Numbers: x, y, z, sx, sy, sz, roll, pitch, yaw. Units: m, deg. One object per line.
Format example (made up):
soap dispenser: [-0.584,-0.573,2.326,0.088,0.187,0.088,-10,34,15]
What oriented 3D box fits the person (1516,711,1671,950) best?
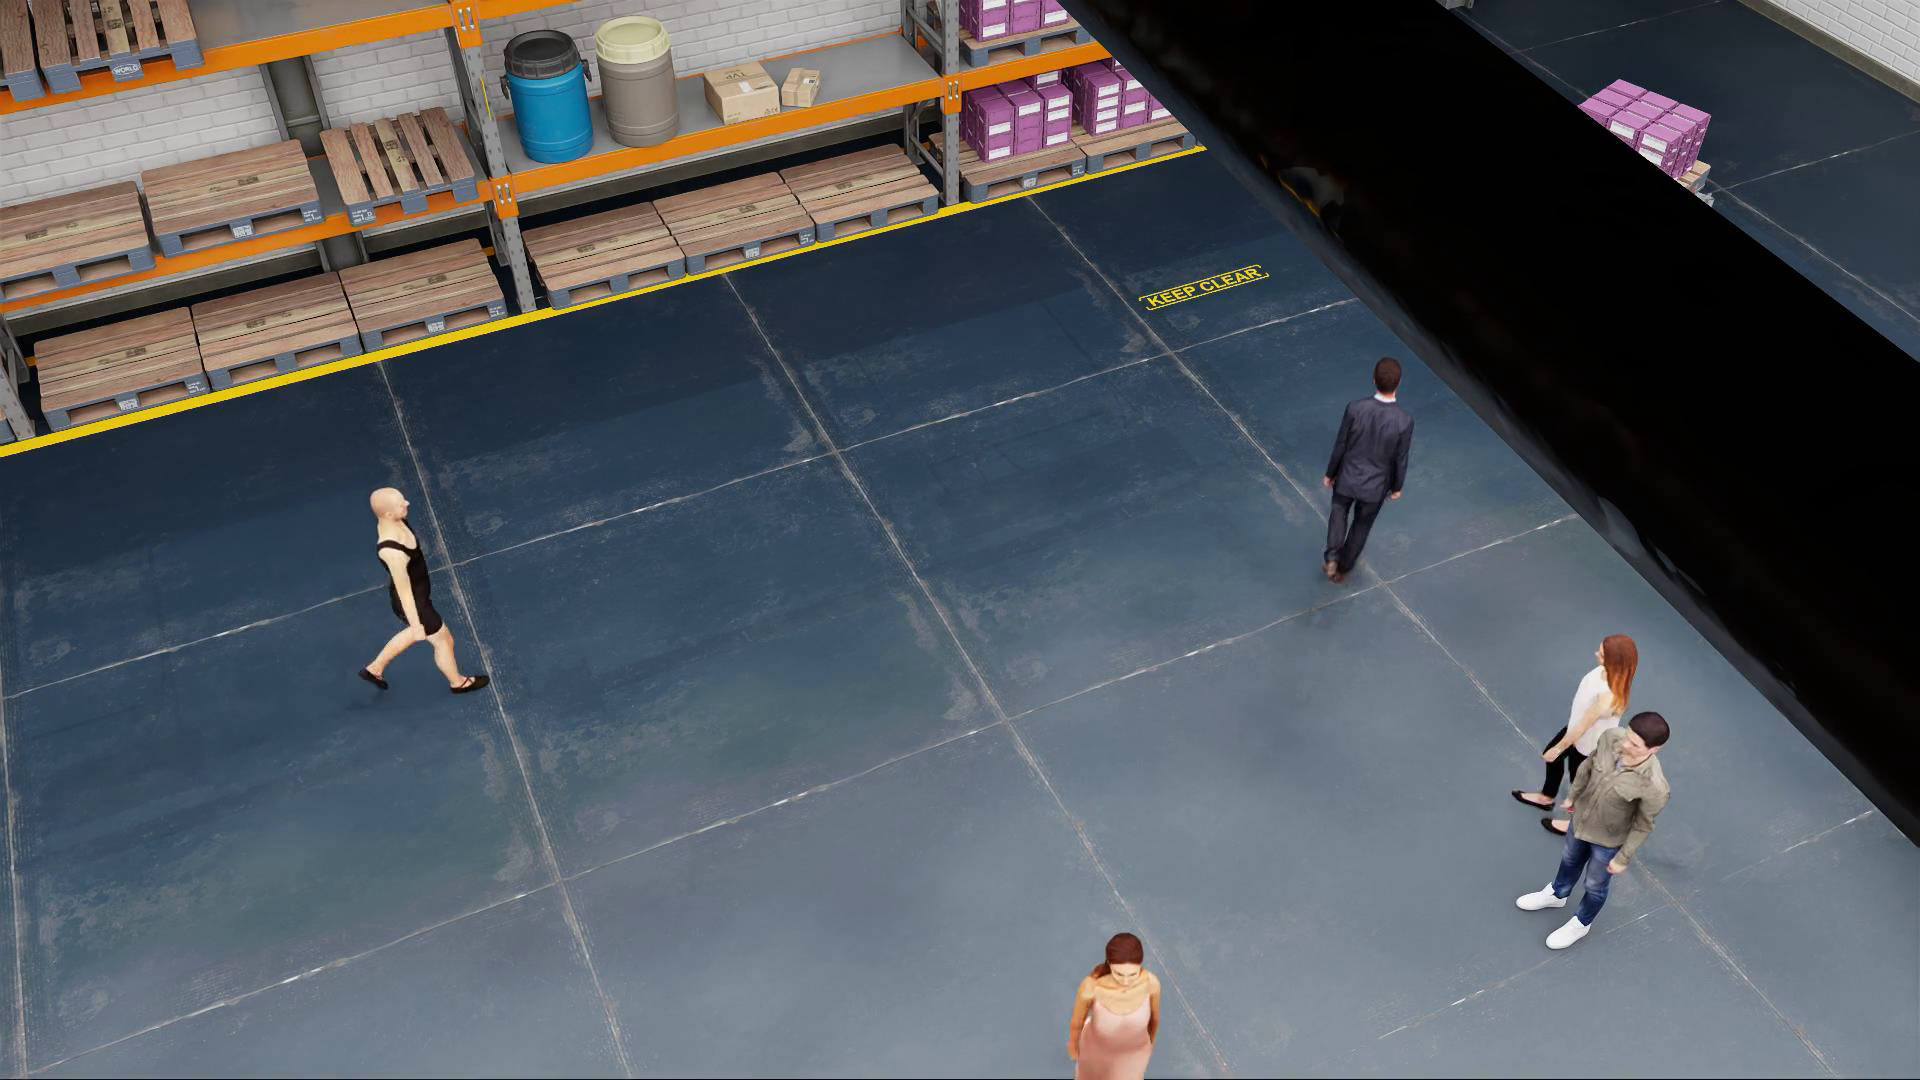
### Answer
person: [3.572,1.575,9.197,0.614,1.869,0.722,-13,45,-14]

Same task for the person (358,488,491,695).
person: [-3.546,0.388,10.494,1.042,1.798,0.724,-12,45,-13]

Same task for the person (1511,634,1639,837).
person: [3.766,1.199,9.713,0.826,1.701,0.770,17,46,17]

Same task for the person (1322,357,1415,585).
person: [2.708,-0.366,11.250,0.832,1.847,0.886,17,46,17]

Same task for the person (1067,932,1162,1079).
person: [0.756,2.447,8.319,1.001,1.817,0.873,-3,44,-3]
